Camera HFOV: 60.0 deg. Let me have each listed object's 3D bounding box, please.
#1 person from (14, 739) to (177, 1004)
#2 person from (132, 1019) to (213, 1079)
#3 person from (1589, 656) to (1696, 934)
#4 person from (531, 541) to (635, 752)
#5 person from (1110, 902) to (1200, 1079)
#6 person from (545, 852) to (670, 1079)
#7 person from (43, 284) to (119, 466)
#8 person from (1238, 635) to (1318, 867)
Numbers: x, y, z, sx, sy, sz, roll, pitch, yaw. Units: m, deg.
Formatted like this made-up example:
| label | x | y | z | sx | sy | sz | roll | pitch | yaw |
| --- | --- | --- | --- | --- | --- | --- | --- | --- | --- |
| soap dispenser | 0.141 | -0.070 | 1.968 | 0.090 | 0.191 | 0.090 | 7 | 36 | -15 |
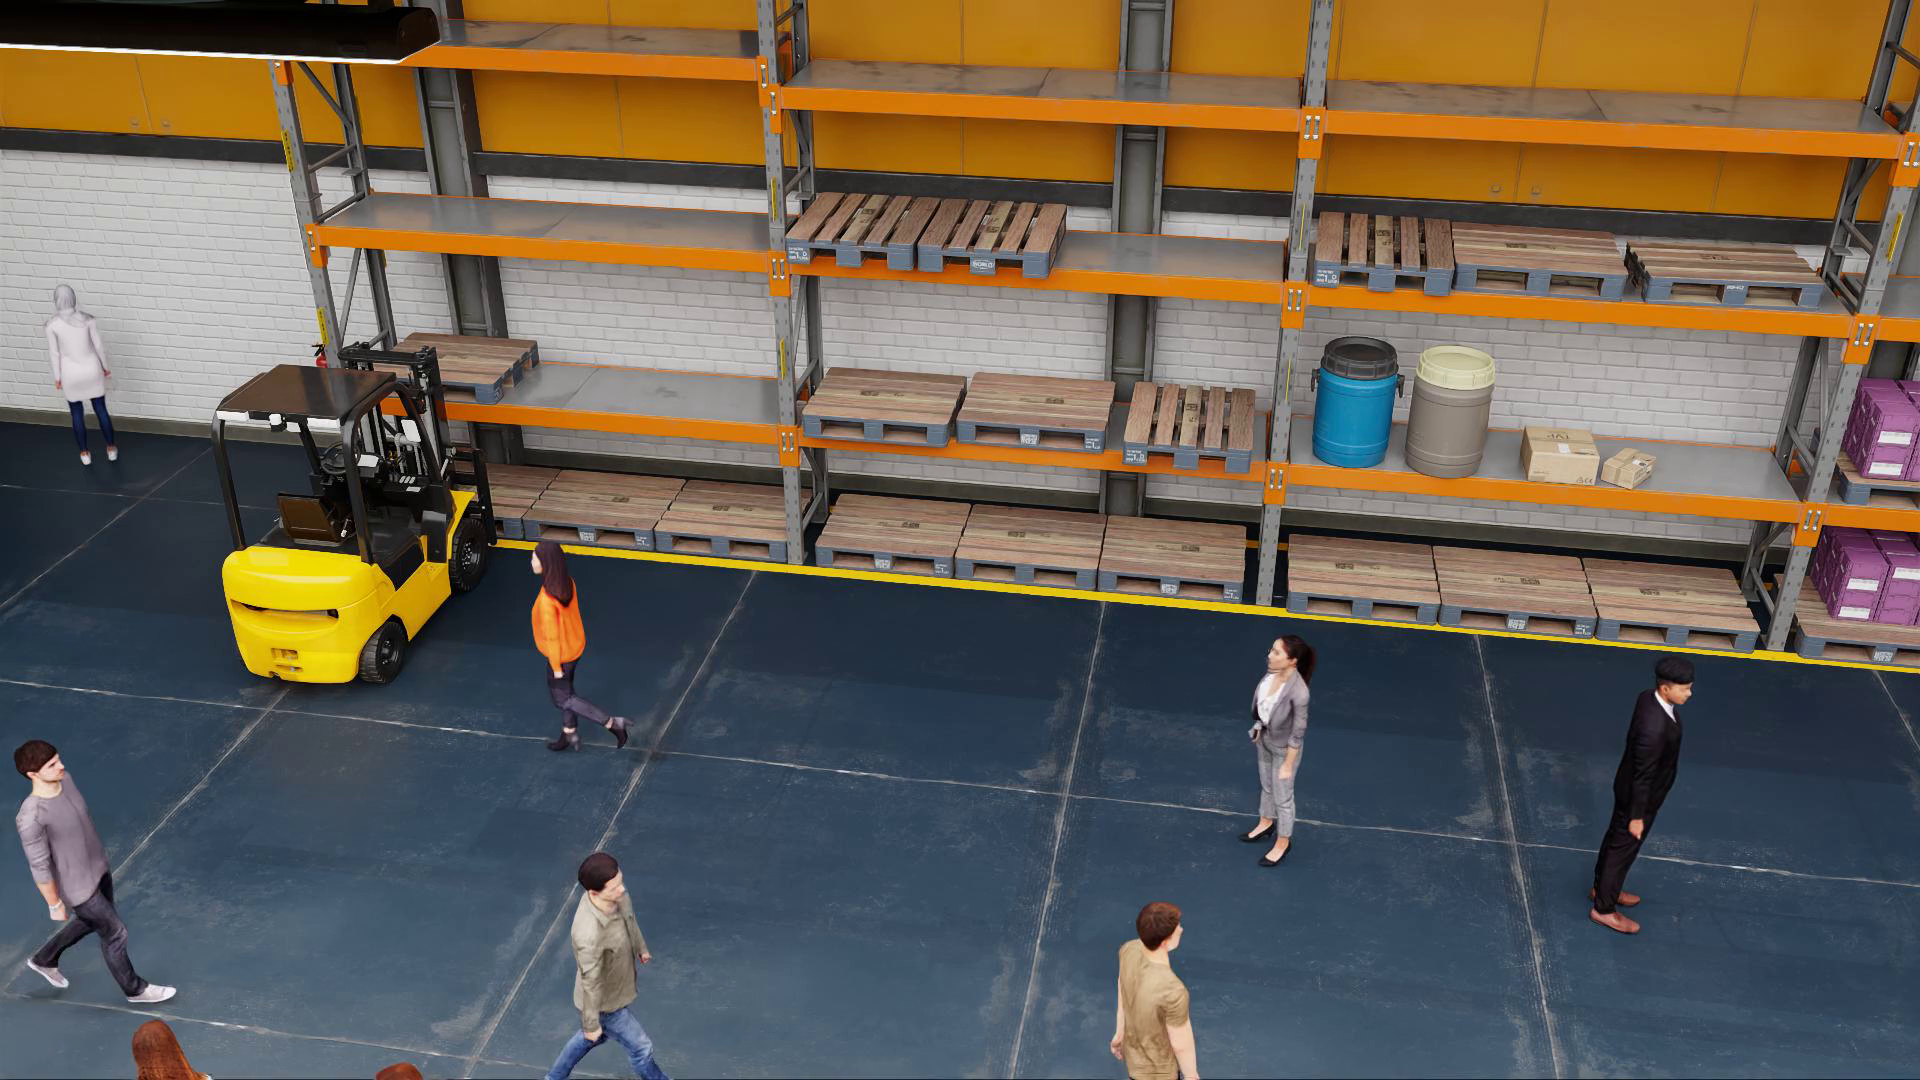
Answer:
| label | x | y | z | sx | sy | sz | roll | pitch | yaw |
| --- | --- | --- | --- | --- | --- | --- | --- | --- | --- |
| person | -5.050 | 1.897 | 9.379 | 1.138 | 1.826 | 0.881 | -2 | 29 | -5 |
| person | -3.524 | 2.962 | 7.591 | 1.132 | 1.669 | 1.110 | -14 | 32 | -24 |
| person | 4.089 | 1.505 | 10.045 | 0.615 | 1.878 | 0.730 | 10 | 30 | 18 |
| person | -2.660 | 0.779 | 11.523 | 0.935 | 1.736 | 0.685 | 2 | 29 | 3 |
| person | 0.854 | 2.577 | 8.144 | 1.312 | 1.817 | 1.055 | -9 | 30 | -16 |
| person | -1.912 | 2.320 | 8.592 | 1.180 | 1.839 | 0.884 | -2 | 29 | -3 |
| person | -8.311 | -1.558 | 15.772 | 0.717 | 1.771 | 0.783 | -18 | 33 | -29 |
| person | 2.037 | 1.321 | 10.591 | 0.731 | 1.678 | 0.715 | -8 | 30 | -15 |
